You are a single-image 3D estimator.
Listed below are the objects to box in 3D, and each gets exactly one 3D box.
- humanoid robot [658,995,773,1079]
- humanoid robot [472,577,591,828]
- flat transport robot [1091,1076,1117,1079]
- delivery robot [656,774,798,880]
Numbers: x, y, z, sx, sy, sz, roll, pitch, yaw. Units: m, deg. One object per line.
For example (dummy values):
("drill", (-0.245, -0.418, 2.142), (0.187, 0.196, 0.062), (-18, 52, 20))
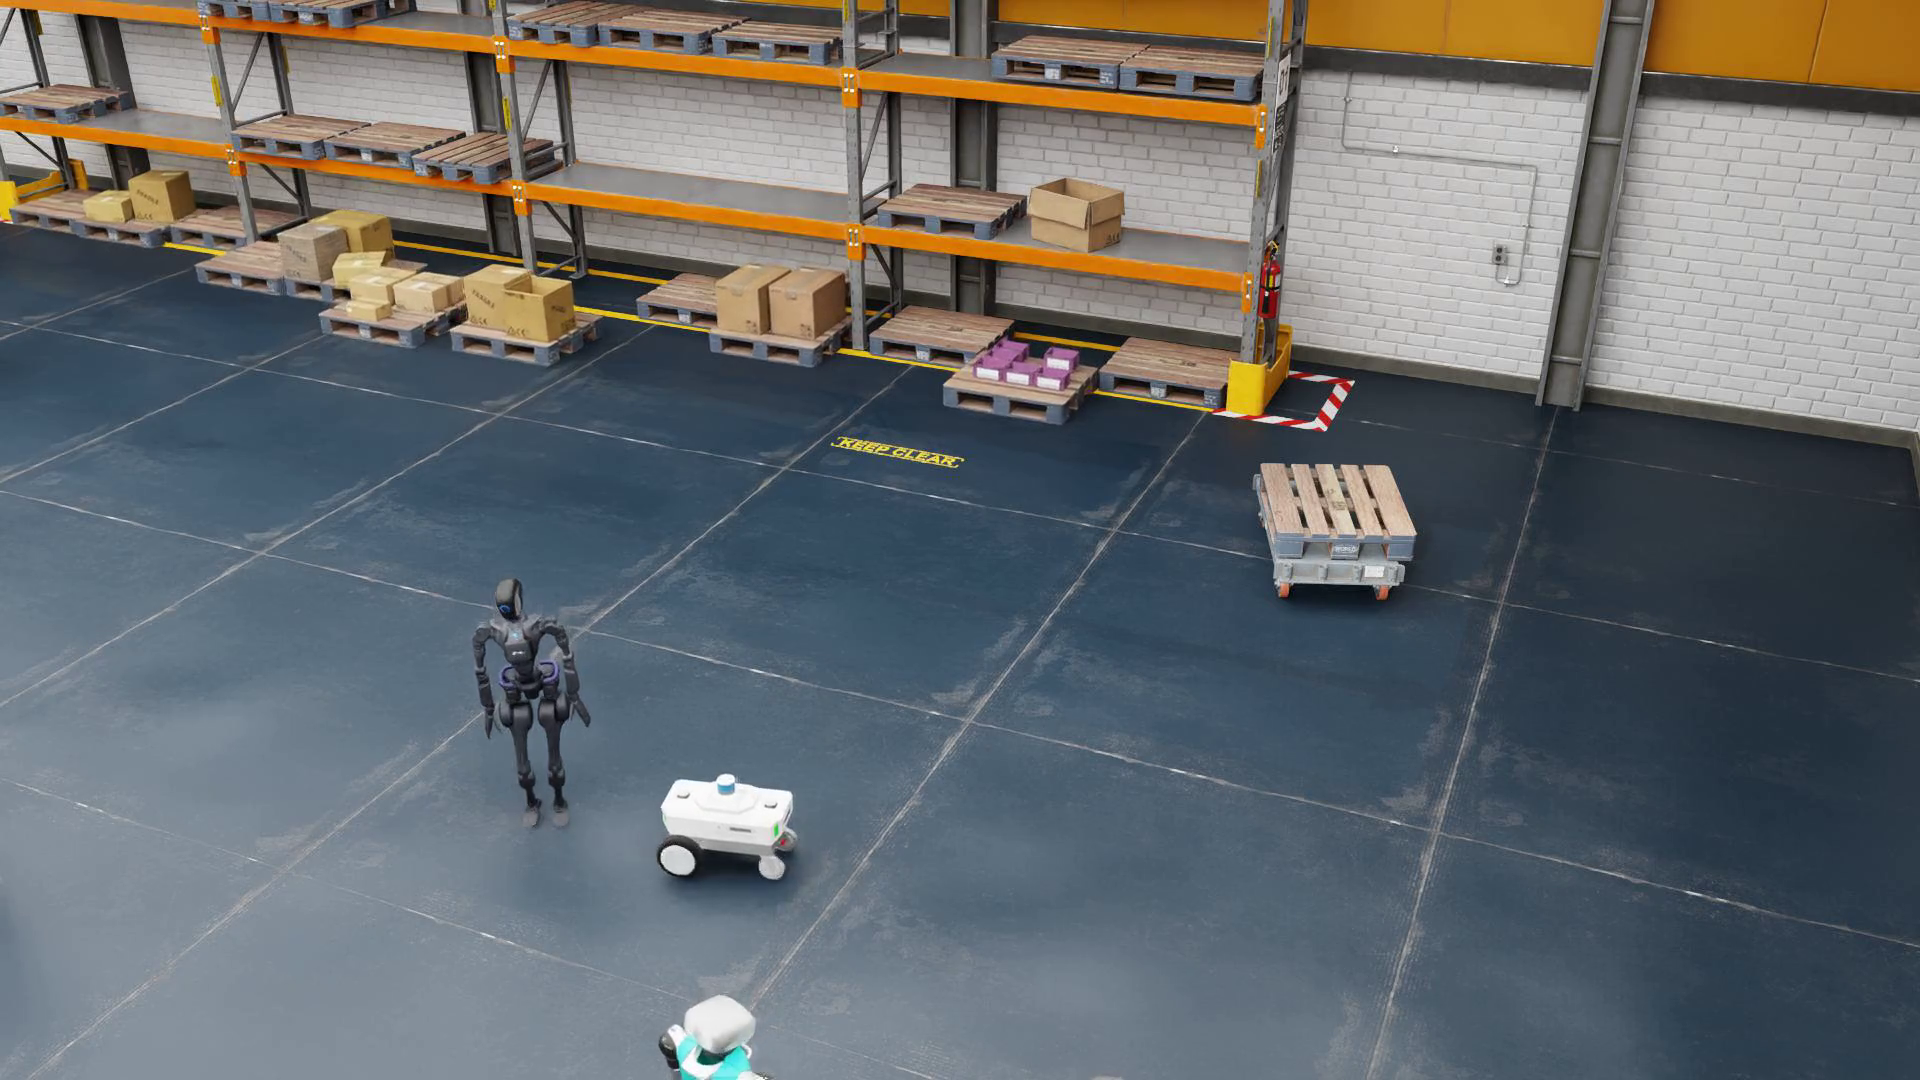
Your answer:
("humanoid robot", (-0.733, 2.418, 6.659), (0.530, 1.763, 0.912), (20, 33, 33))
("humanoid robot", (-2.459, 0.924, 9.606), (0.607, 1.645, 0.313), (-5, 28, -10))
("flat transport robot", (1.004, 2.916, 7.277), (0.659, 0.231, 1.431), (-5, 28, -9))
("delivery robot", (-1.341, 1.618, 9.504), (0.815, 0.614, 0.499), (5, 28, 9))
